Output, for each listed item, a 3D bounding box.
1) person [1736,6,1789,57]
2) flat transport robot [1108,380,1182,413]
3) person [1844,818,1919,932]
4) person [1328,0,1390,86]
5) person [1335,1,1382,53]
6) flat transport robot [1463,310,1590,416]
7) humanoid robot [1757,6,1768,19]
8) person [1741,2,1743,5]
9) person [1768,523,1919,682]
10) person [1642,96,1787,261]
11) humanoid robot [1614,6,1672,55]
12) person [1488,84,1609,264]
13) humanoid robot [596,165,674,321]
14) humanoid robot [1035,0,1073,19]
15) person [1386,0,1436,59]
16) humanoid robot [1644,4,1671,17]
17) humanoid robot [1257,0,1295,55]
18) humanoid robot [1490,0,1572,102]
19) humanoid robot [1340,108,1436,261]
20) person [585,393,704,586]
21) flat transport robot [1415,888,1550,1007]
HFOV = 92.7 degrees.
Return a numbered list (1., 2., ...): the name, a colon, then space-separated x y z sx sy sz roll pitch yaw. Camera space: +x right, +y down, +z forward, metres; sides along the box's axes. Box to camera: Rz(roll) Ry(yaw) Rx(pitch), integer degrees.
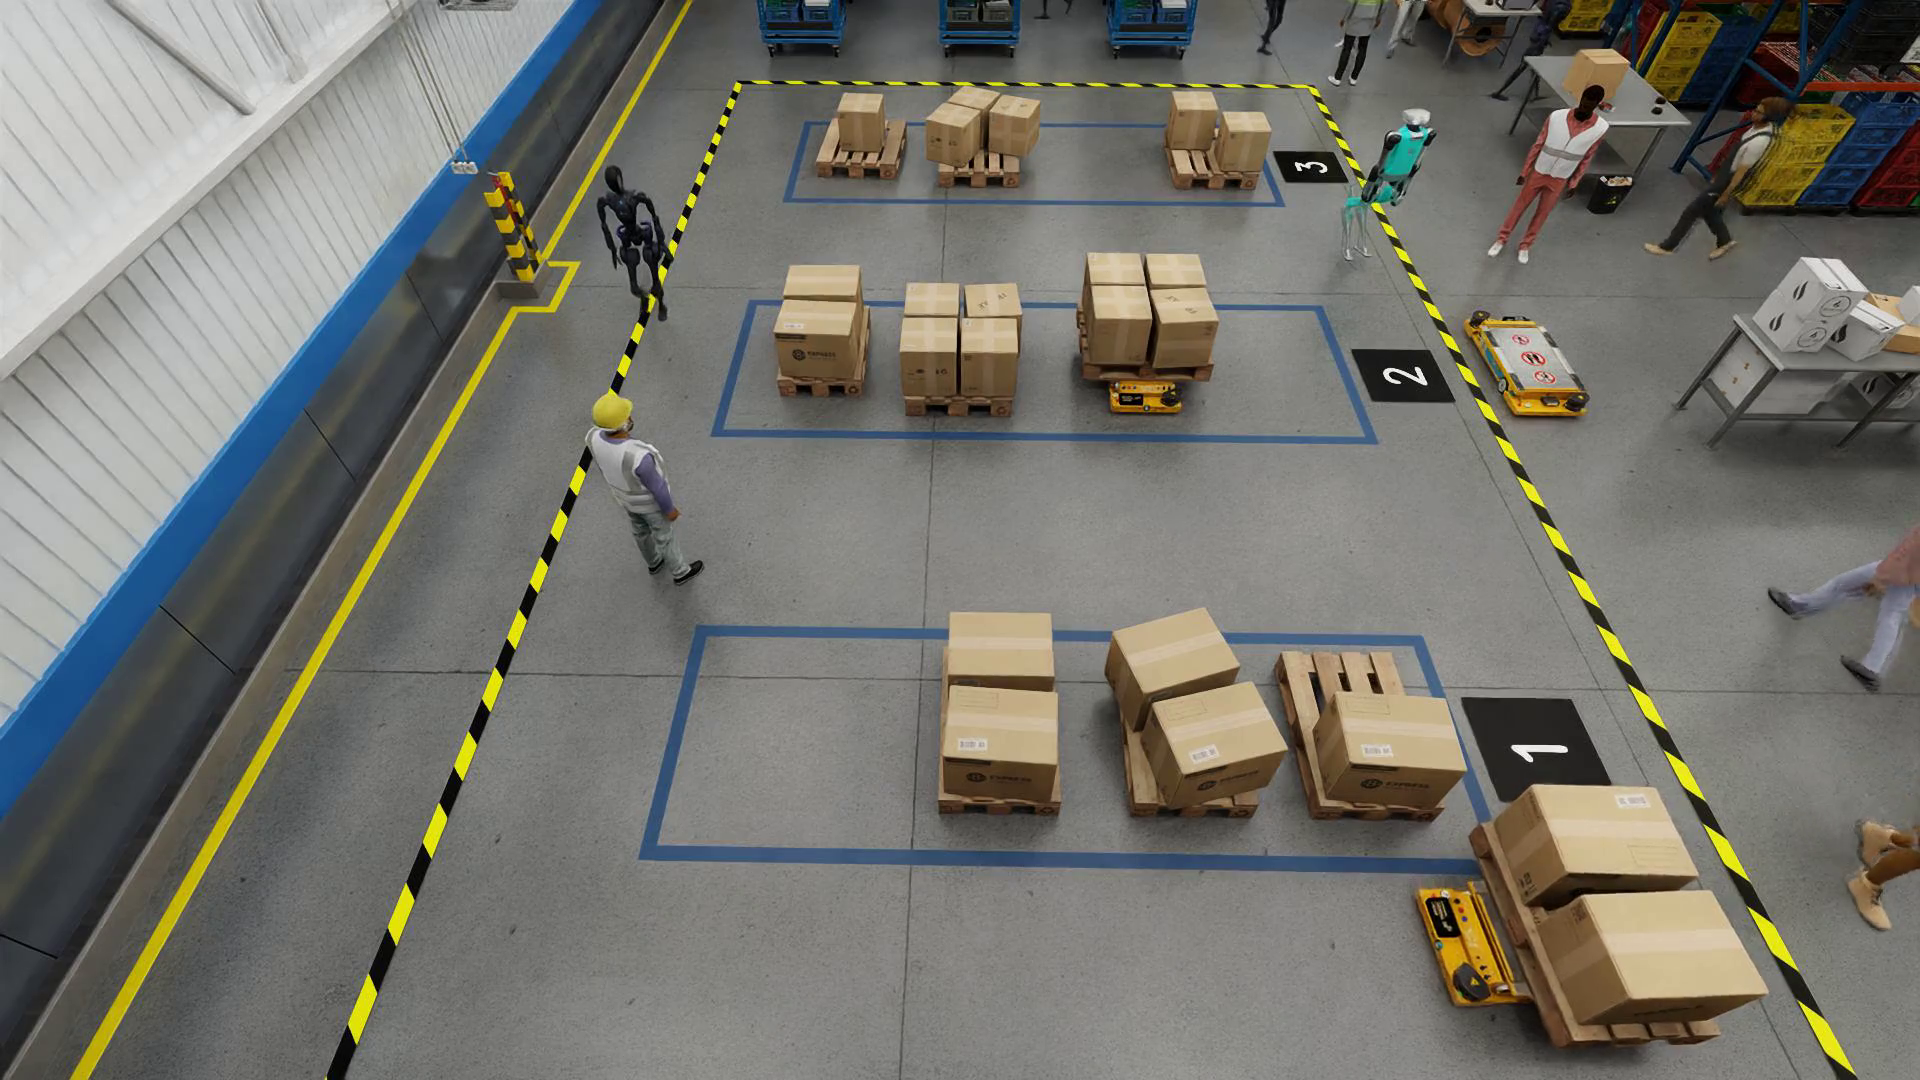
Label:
1. person: 12.098 -7.993 13.405 0.502 1.858 0.346 -16 51 -13
2. flat transport robot: 1.773 -1.807 9.079 0.652 0.197 1.431 1 49 1
3. person: 5.652 1.534 5.039 0.636 2.031 0.515 -2 49 -2
4. person: 5.654 -7.363 12.859 0.591 1.852 0.369 -1 49 -1
5. person: 6.069 -8.133 13.623 0.583 1.701 0.611 26 54 21
6. flat transport robot: 5.573 -1.757 9.054 0.659 0.231 1.431 1 49 1
7. humanoid robot: 12.221 -8.124 13.625 0.328 1.651 0.590 -15 51 -13
8. person: 13.187 -9.795 14.965 0.343 1.857 0.504 36 58 27
9. person: 6.604 0.210 6.389 0.540 1.716 0.915 -5 49 -4
10. person: 8.255 -3.812 9.805 0.746 1.820 0.518 30 55 23
11. humanoid robot: 10.023 -7.833 13.345 0.848 1.773 0.551 1 49 1
12. person: 6.338 -3.913 9.833 0.587 1.914 0.393 22 53 18
13. humanoid robot: -3.194 -2.917 9.127 0.609 1.652 0.342 -8 50 -7
14. humanoid robot: 1.550 -9.180 14.563 0.636 1.636 0.600 -1 49 -1
15. person: 6.818 -8.237 13.658 0.581 1.804 0.748 10 50 8
16. humanoid robot: 10.027 -7.601 13.052 0.735 1.677 0.533 26 54 21
17. humanoid robot: 4.820 -8.260 13.773 0.599 1.651 0.492 -33 57 -25
18. humanoid robot: 7.966 -6.783 12.493 0.750 1.622 0.610 27 54 21
19. humanoid robot: 4.462 -3.850 9.806 0.533 1.677 0.735 -11 50 -9
20. person: -2.343 -0.351 6.799 0.589 1.837 0.404 23 53 19
21. flat transport robot: 3.561 2.375 5.459 1.431 0.197 0.652 -2 49 -1
